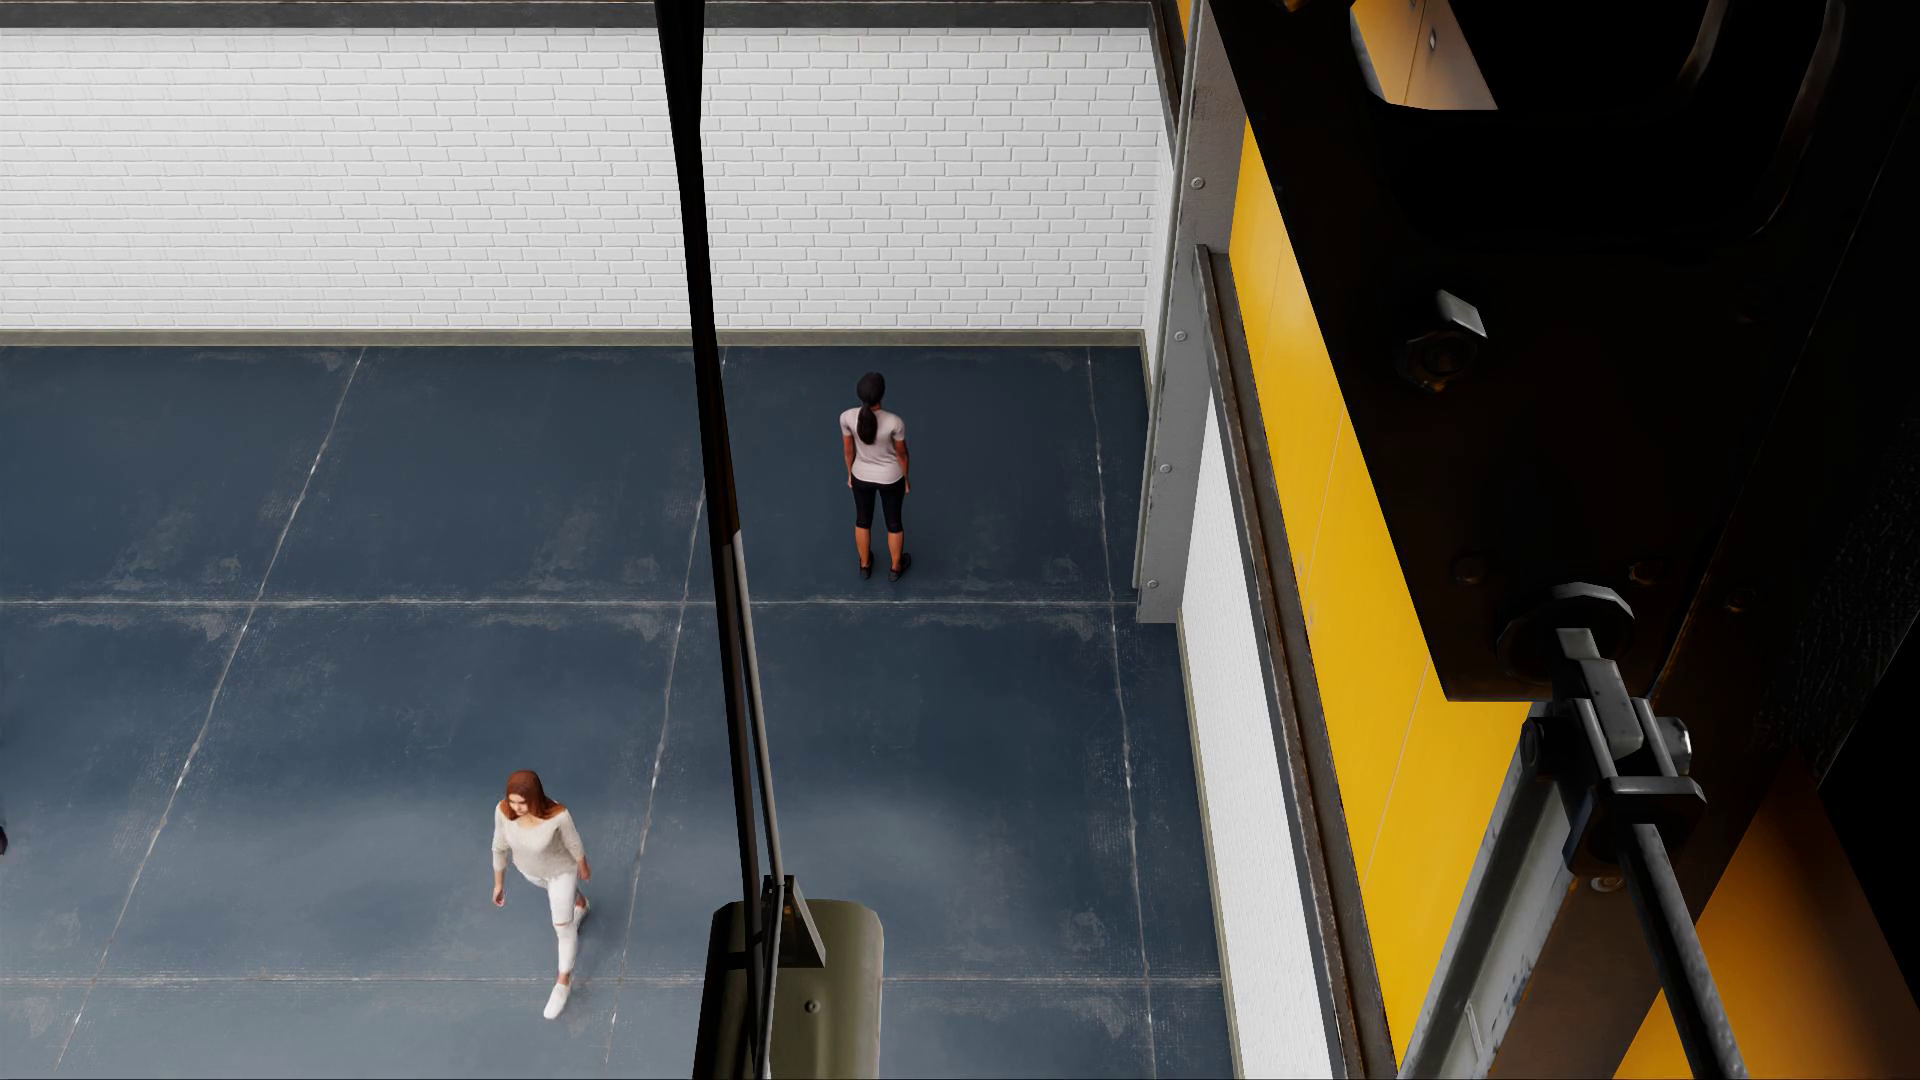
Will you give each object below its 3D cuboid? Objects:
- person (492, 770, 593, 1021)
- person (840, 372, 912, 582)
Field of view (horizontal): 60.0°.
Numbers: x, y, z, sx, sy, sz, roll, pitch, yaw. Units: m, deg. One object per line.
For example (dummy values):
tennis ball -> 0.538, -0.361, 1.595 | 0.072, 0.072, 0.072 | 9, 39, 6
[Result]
person -> -2.229, 1.716, 9.106 | 0.787, 1.664, 1.109 | 10, 45, 11
person -> -0.564, -0.420, 11.287 | 0.636, 1.748, 0.588 | 7, 44, 7
